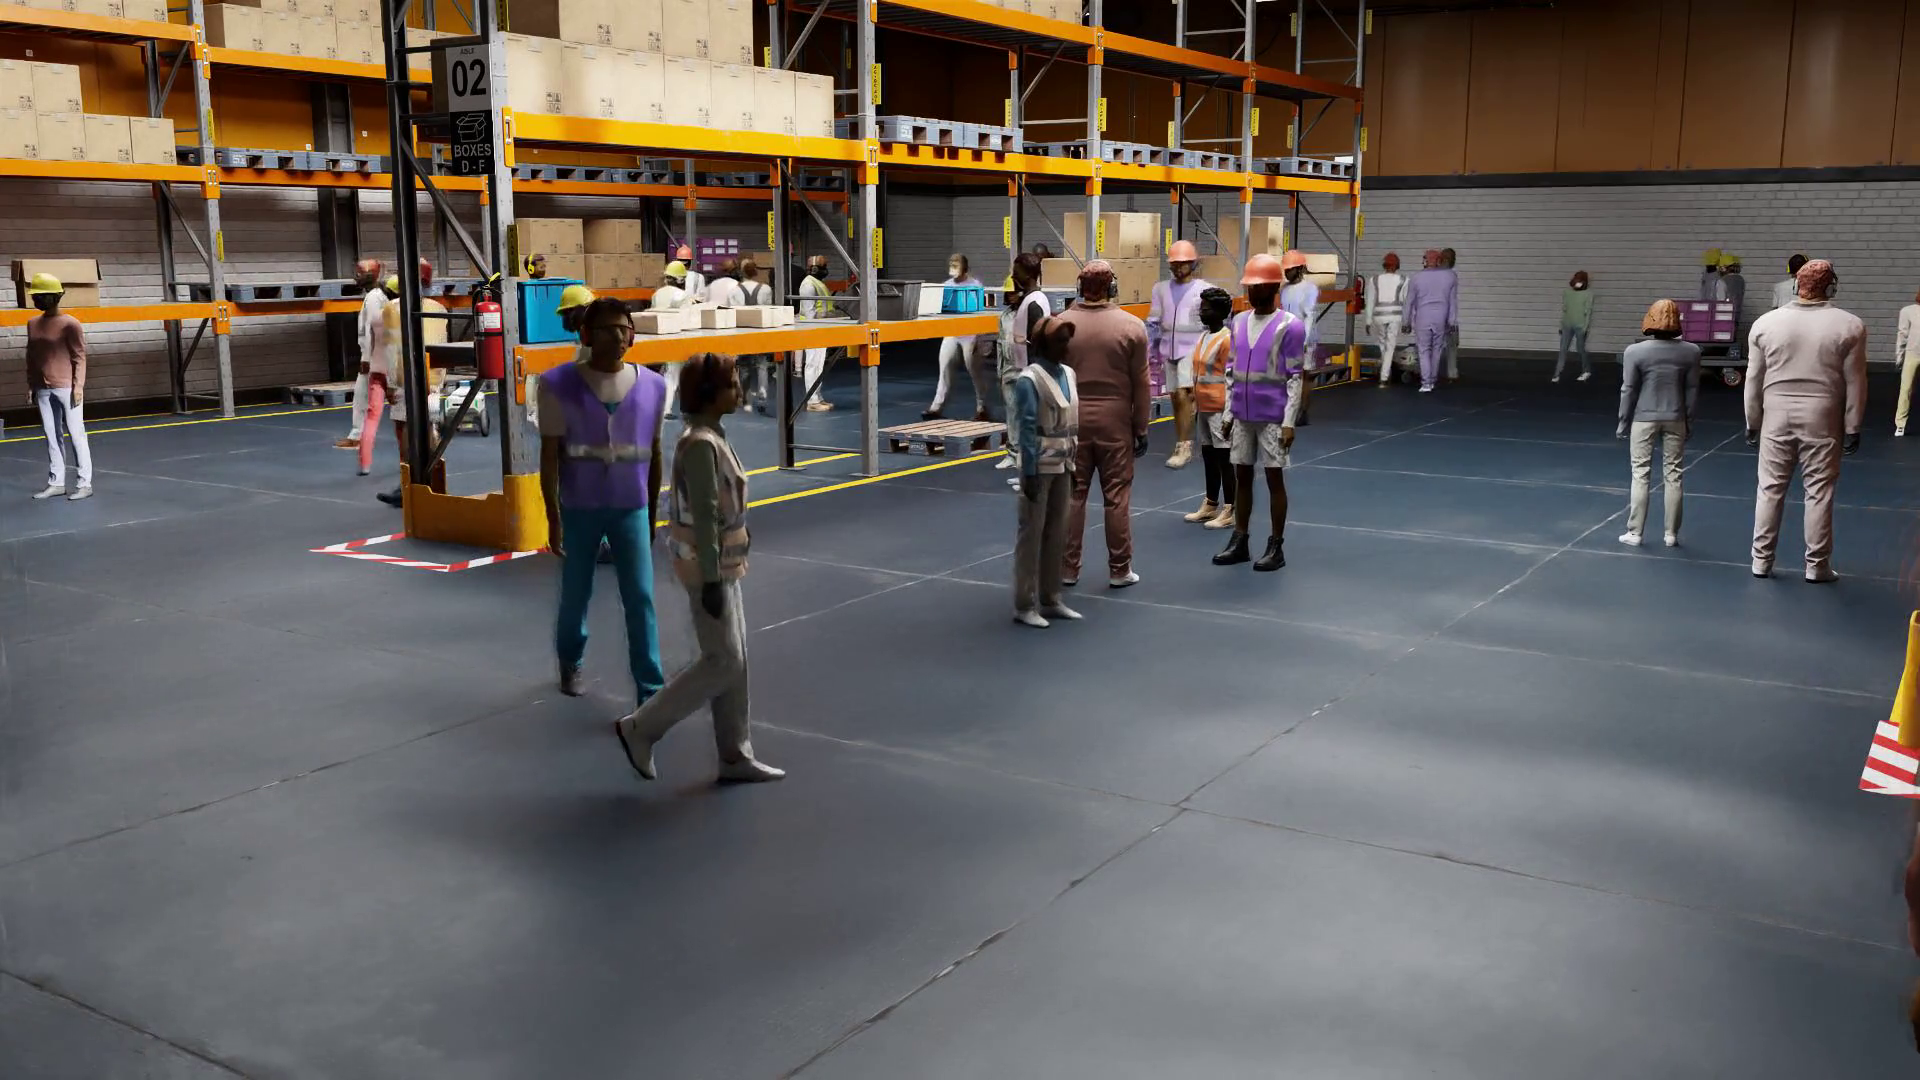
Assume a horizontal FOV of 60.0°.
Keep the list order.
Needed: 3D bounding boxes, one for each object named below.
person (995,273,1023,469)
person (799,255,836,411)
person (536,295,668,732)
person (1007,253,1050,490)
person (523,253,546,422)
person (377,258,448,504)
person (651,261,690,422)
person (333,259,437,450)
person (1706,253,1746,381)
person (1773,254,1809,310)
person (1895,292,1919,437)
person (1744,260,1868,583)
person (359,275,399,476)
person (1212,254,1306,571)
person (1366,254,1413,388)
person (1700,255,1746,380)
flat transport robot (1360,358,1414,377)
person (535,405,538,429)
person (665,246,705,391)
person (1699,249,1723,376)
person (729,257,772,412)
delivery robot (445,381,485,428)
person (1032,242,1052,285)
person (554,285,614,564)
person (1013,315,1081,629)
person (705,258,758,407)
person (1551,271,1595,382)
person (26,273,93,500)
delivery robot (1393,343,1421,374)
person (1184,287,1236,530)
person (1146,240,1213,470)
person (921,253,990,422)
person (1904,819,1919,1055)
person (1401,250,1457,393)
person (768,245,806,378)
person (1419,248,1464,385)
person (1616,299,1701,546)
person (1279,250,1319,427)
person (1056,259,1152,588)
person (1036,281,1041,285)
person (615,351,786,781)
[{"bbox_3d":[0.510,-1.468,14.614,0.482,1.739,0.322,7,13,36],"label":"person"},{"bbox_3d":[-1.686,-2.456,19.789,0.429,1.845,0.621,1,10,6],"label":"person"},{"bbox_3d":[-1.526,-0.143,7.108,0.574,1.803,0.985,-5,11,-24],"label":"person"},{"bbox_3d":[0.594,-1.361,13.510,0.393,1.919,0.590,0,10,-2],"label":"person"},{"bbox_3d":[-4.714,-2.254,18.584,0.328,1.876,0.513,1,10,6],"label":"person"},{"bbox_3d":[-4.256,-1.225,12.857,0.465,1.883,0.740,7,13,35],"label":"person"},{"bbox_3d":[-3.123,-2.230,18.702,0.607,1.780,0.899,9,14,42],"label":"person"},{"bbox_3d":[-5.575,-1.785,16.075,0.944,1.852,0.582,-4,11,-21],"label":"person"},{"bbox_3d":[11.004,-3.195,23.922,0.599,1.827,0.403,-7,12,-33],"label":"person"},{"bbox_3d":[9.427,-2.291,18.822,0.329,1.864,0.508,-6,12,-31],"label":"person"},{"bbox_3d":[9.898,-1.862,17.099,0.497,1.629,0.277,5,11,24],"label":"person"},{"bbox_3d":[5.007,-0.699,9.873,0.651,1.906,0.409,7,13,36],"label":"person"},{"bbox_3d":[-4.956,-1.418,14.380,0.543,1.726,0.629,6,12,29],"label":"person"},{"bbox_3d":[1.830,-0.772,10.216,0.387,1.934,0.558,-10,14,-44],"label":"person"},{"bbox_3d":[5.958,-3.033,23.026,0.600,1.825,0.974,5,12,28],"label":"person"},{"bbox_3d":[11.079,-3.232,24.209,0.795,1.808,0.600,6,12,31],"label":"person"},{"bbox_3d":[6.195,-2.578,24.822,0.652,0.197,1.431,-6,12,-30],"label":"flat transport robot"},{"bbox_3d":[-4.206,-1.983,17.836,0.828,1.596,0.552,-2,10,-12],"label":"person"},{"bbox_3d":[-3.685,-2.972,22.384,0.545,1.938,0.359,-1,10,-6],"label":"person"},{"bbox_3d":[11.253,-3.409,24.964,0.397,1.883,0.694,0,10,-2],"label":"person"},{"bbox_3d":[-2.424,-2.371,19.375,0.519,1.828,0.746,-2,10,-11],"label":"person"},{"bbox_3d":[-5.152,-1.413,17.318,0.477,0.478,0.707,-2,10,-11],"label":"delivery robot"},{"bbox_3d":[1.314,-3.507,25.064,0.763,2.000,0.766,1,10,3],"label":"person"},{"bbox_3d":[-2.329,-0.701,10.340,0.469,1.734,0.551,-3,11,-17],"label":"person"},{"bbox_3d":[0.457,-0.362,8.756,0.310,1.639,0.522,7,12,33],"label":"person"},{"bbox_3d":[-2.657,-2.437,19.805,0.644,1.795,0.888,8,13,36],"label":"person"},{"bbox_3d":[8.821,-3.054,23.794,0.802,1.598,0.521,-9,13,-40],"label":"person"},{"bbox_3d":[-7.056,-1.189,12.983,0.525,1.769,0.313,3,11,15],"label":"person"},{"bbox_3d":[6.450,-2.573,23.746,0.477,0.478,0.707,-1,10,-6],"label":"delivery robot"},{"bbox_3d":[1.791,-0.922,11.693,0.317,1.695,0.540,-3,11,-17],"label":"person"},{"bbox_3d":[1.902,-1.635,14.770,0.619,2.012,0.854,7,13,35],"label":"person"},{"bbox_3d":[-0.008,-2.194,18.239,0.650,1.878,1.062,7,12,34],"label":"person"},{"bbox_3d":[1.760,0.604,2.504,0.632,1.967,0.839,-1,10,-5],"label":"person"},{"bbox_3d":[6.219,-2.912,22.181,0.679,1.885,0.710,-1,10,-3],"label":"person"},{"bbox_3d":[-2.542,-3.382,24.492,0.614,1.996,0.379,-6,12,-32],"label":"person"},{"bbox_3d":[6.731,-3.113,23.238,0.634,1.910,0.659,-4,11,-22],"label":"person"},{"bbox_3d":[4.612,-0.767,11.009,0.498,1.634,0.280,1,10,6],"label":"person"},{"bbox_3d":[3.592,-2.164,17.969,0.613,1.909,0.545,-9,13,-40],"label":"person"},{"bbox_3d":[0.801,-0.668,9.693,0.641,1.913,0.407,3,11,15],"label":"person"},{"bbox_3d":[0.808,-2.632,20.732,0.510,1.850,0.413,8,13,39],"label":"person"},{"bbox_3d":[-0.950,0.122,6.087,0.531,1.625,0.526,0,10,-3],"label":"person"}]
